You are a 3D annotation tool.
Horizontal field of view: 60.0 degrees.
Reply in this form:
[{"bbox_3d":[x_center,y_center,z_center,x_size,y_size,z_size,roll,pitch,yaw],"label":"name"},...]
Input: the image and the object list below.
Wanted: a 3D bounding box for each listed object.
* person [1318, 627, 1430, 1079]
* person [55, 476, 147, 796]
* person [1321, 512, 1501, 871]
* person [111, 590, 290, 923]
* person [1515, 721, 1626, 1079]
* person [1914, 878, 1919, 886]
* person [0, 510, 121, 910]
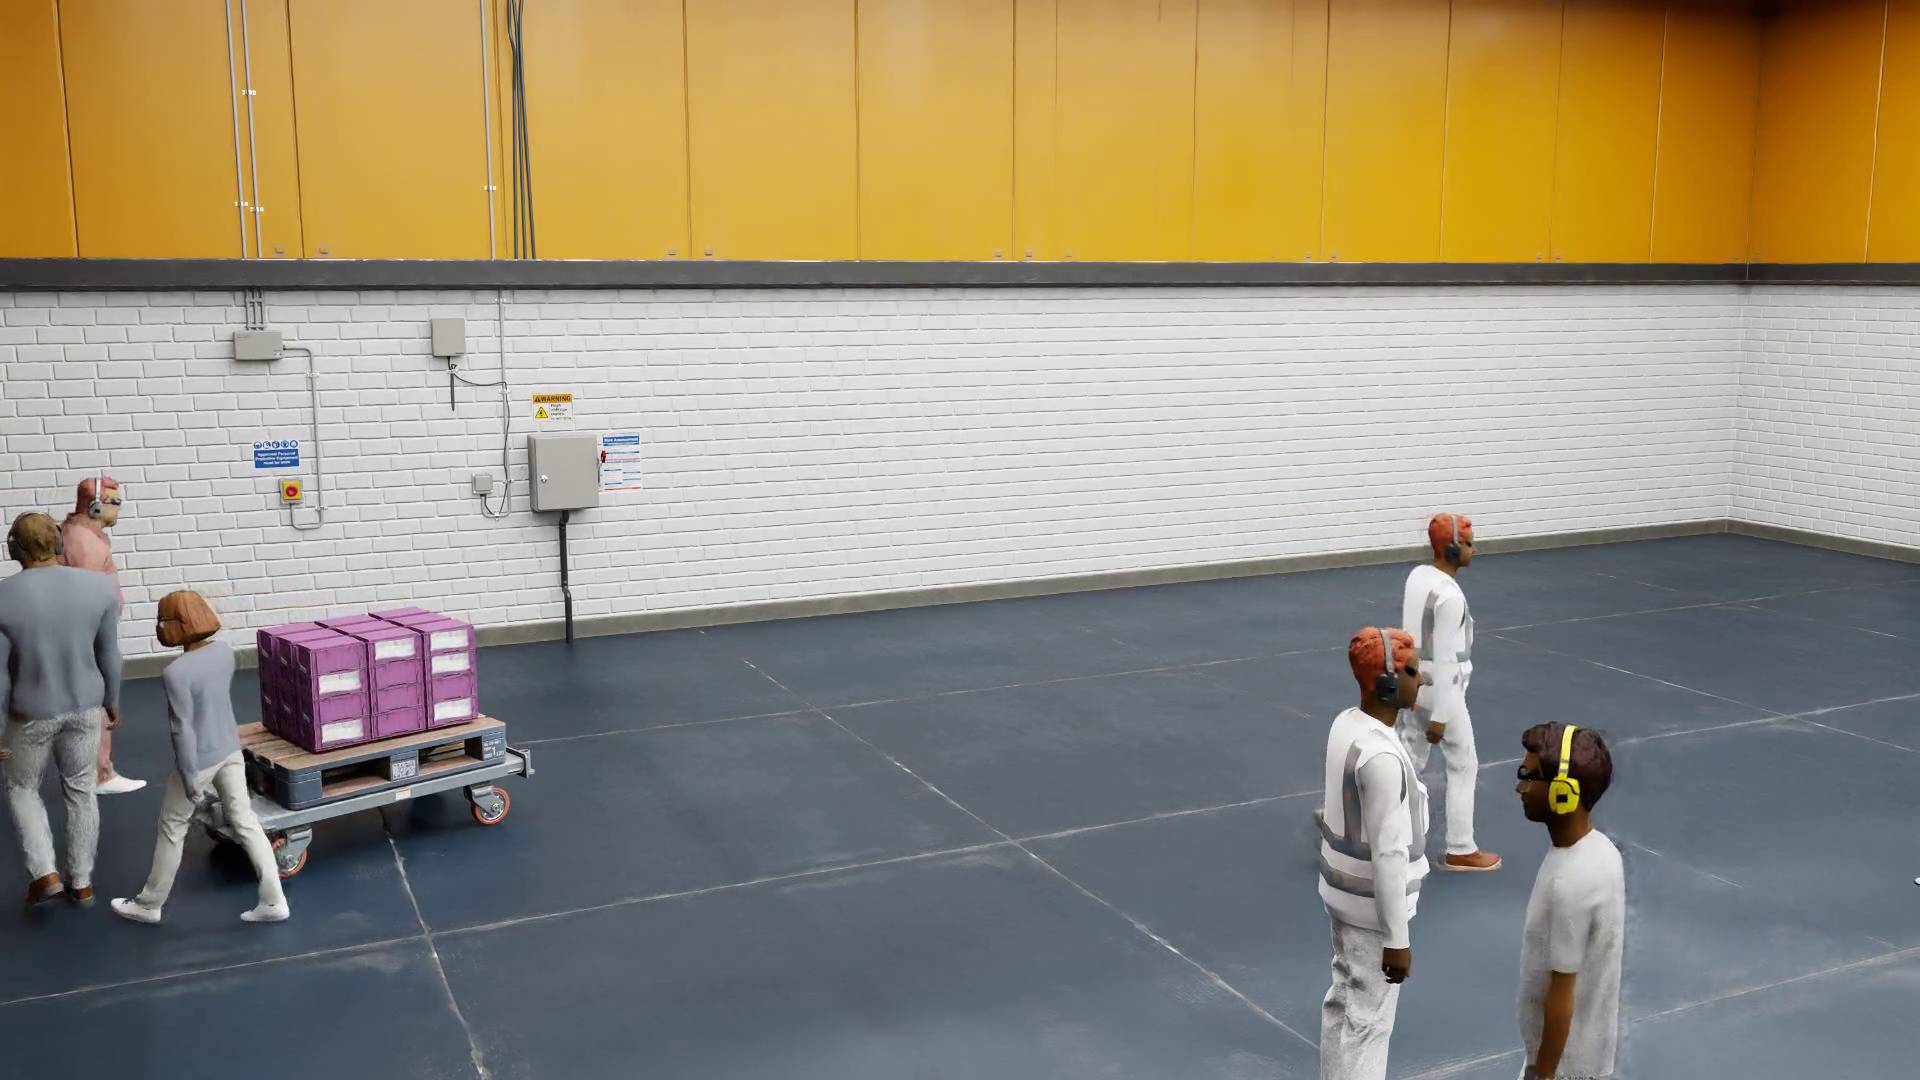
[{"bbox_3d":[1.375,1.216,5.513,0.355,1.884,0.576,0,9,-1],"label":"person"},{"bbox_3d":[-5.102,0.577,9.505,0.660,1.878,0.663,-7,11,-35],"label":"person"},{"bbox_3d":[2.310,0.772,8.369,0.833,1.853,0.577,-1,9,-8],"label":"person"},{"bbox_3d":[-3.525,1.012,7.694,0.839,1.587,0.506,2,9,13],"label":"person"},{"bbox_3d":[1.641,1.402,4.464,0.609,1.852,0.546,3,10,21],"label":"person"},{"bbox_3d":[5.187,0.925,8.196,0.860,1.597,0.536,-1,9,-3],"label":"person"},{"bbox_3d":[-4.297,0.811,7.884,0.643,1.923,0.417,-8,12,-41],"label":"person"}]
